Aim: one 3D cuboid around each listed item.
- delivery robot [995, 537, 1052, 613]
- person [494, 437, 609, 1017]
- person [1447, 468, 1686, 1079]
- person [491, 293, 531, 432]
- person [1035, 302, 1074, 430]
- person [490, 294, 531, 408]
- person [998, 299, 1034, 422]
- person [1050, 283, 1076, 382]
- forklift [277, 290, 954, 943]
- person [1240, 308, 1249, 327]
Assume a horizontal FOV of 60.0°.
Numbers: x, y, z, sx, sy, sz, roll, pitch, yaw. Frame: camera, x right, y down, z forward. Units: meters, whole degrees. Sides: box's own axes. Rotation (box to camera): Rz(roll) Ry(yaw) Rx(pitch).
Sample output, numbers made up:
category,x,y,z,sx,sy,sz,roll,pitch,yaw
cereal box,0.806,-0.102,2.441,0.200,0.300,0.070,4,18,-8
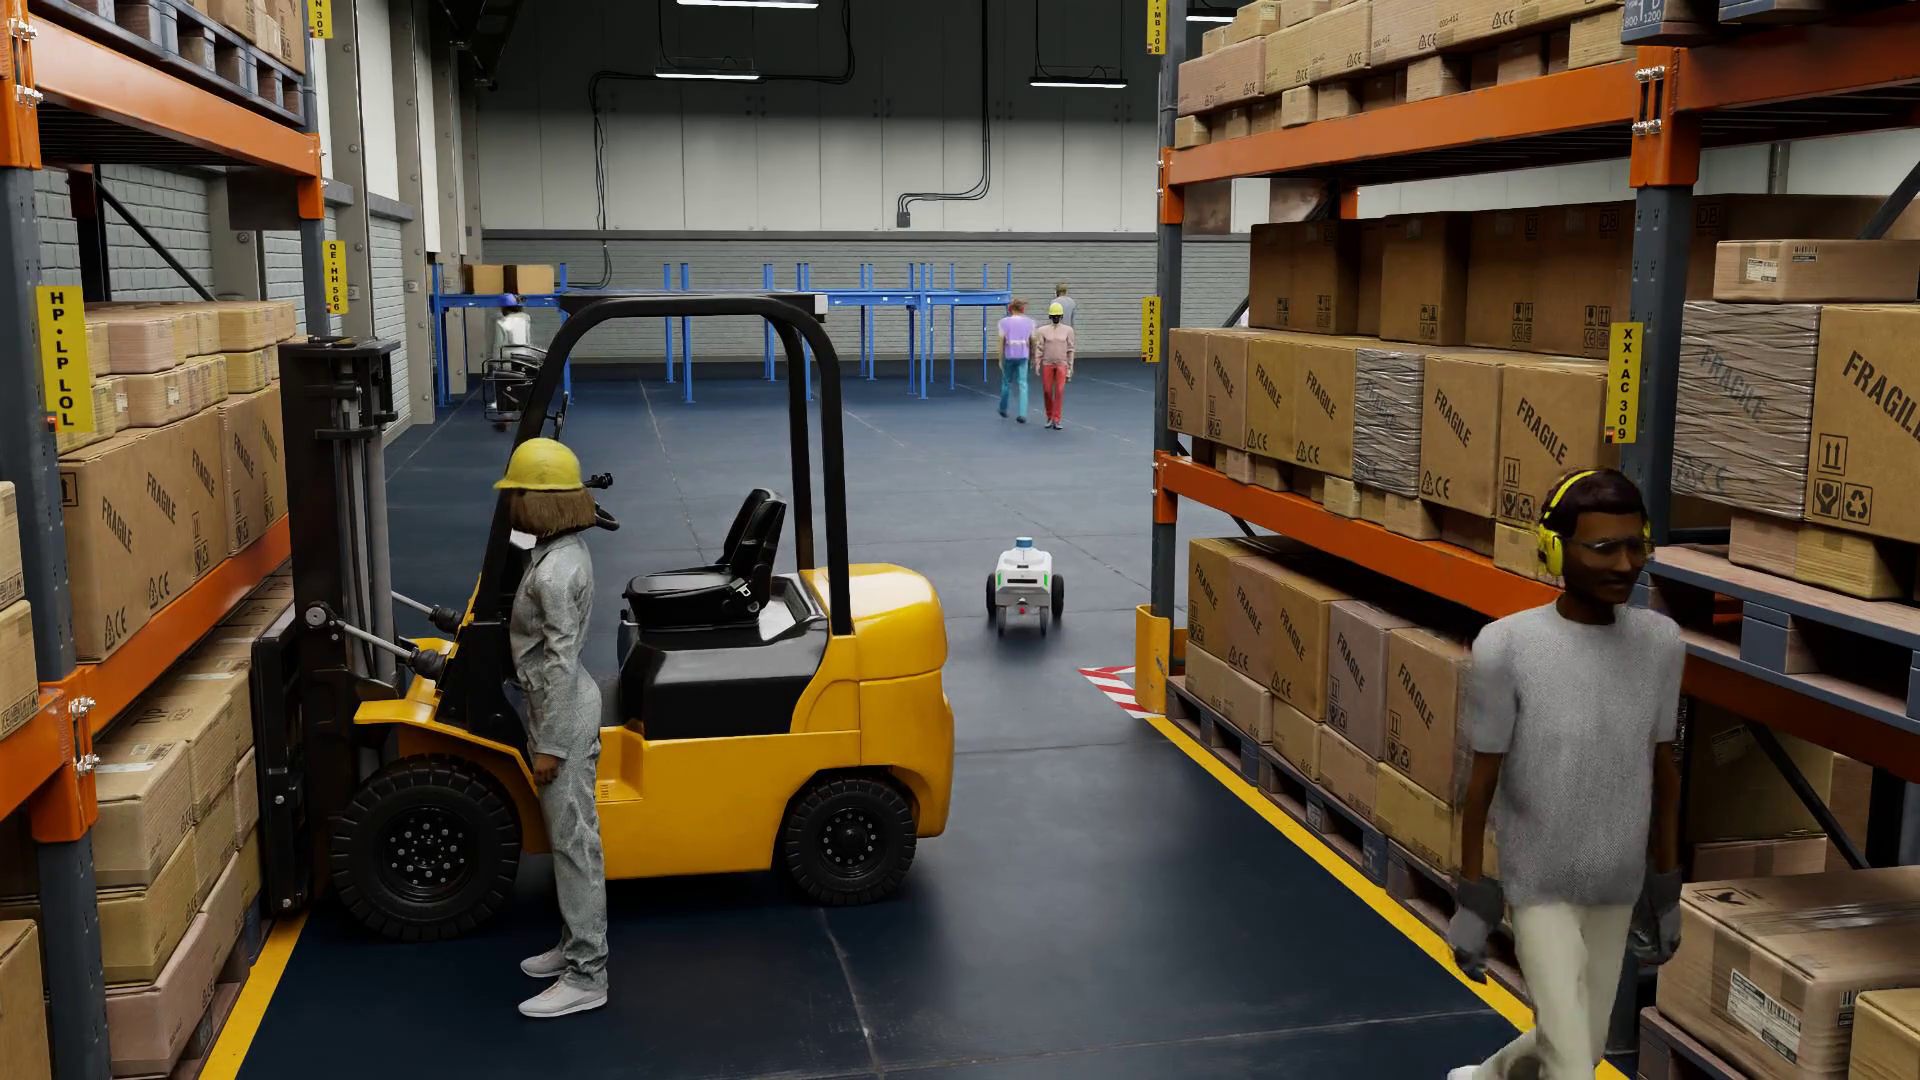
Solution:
category,x,y,z,sx,sy,sz,roll,pitch,yaw
delivery robot,0.407,0.225,10.536,0.477,0.478,0.707,1,9,4
person,-1.232,0.557,5.053,0.292,1.745,0.487,-2,10,-12
person,1.314,0.740,3.653,0.521,1.847,0.841,-2,10,-13
person,-6.079,-2.404,22.617,0.953,1.911,0.622,5,10,26
person,1.321,-2.441,23.300,0.536,1.759,0.478,-1,9,-3
person,-7.121,-2.985,26.392,0.619,1.829,0.461,-4,10,-24
person,0.811,-2.654,24.501,0.579,1.778,0.983,-2,10,-12
person,1.995,-4.070,32.664,0.638,1.936,0.356,-8,12,-40
forklift,-1.179,0.175,6.143,2.313,2.155,1.214,-2,10,-12
person,4.756,-3.094,26.729,0.544,1.935,0.361,-5,11,-28
